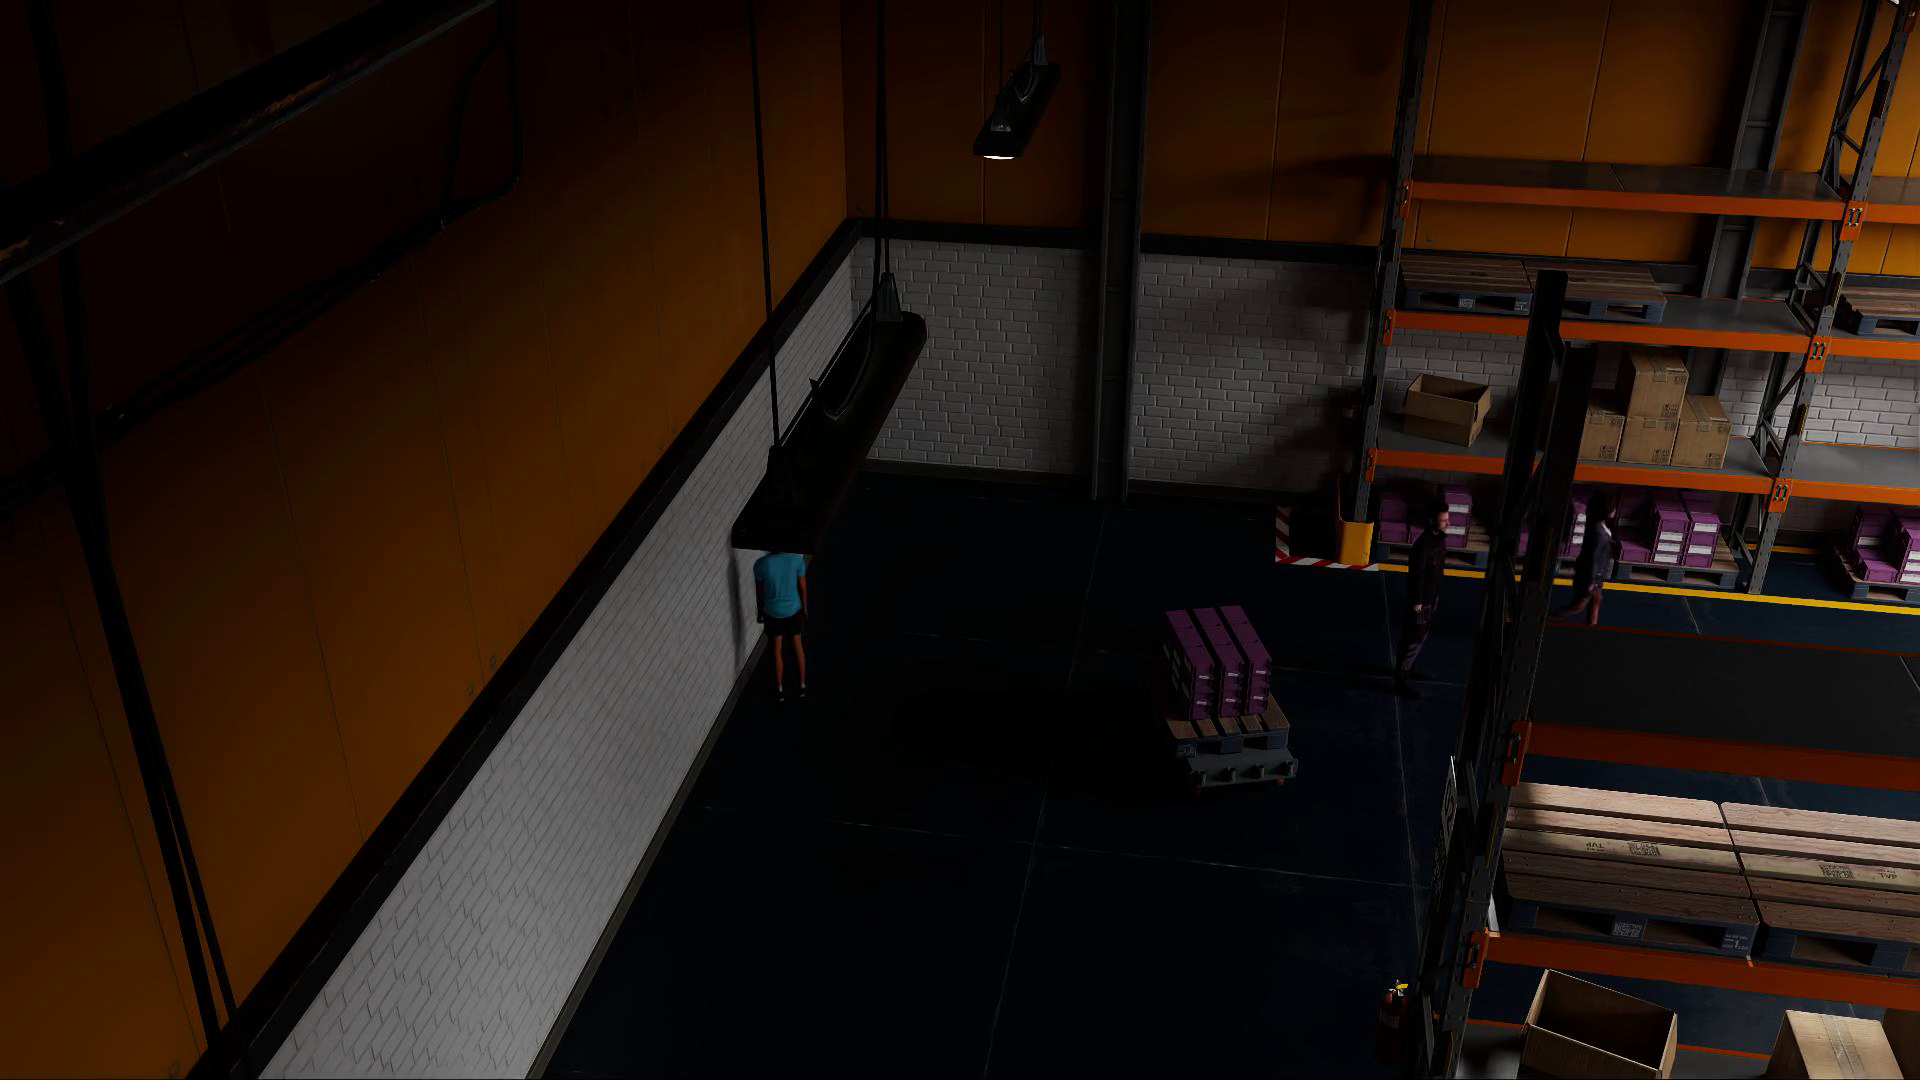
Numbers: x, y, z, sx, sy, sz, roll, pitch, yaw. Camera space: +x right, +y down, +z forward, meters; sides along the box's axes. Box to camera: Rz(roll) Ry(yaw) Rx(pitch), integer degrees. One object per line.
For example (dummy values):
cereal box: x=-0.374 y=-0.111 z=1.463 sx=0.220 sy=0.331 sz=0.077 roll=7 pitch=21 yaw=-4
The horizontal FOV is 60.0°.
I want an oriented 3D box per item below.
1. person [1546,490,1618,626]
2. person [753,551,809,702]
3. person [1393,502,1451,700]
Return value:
person: x=5.841 y=0.311 z=15.681 sx=1.017 sy=1.680 sz=0.686 roll=8 pitch=30 yaw=14
person: x=-1.594 y=0.644 z=14.973 sx=0.592 sy=1.774 sz=0.745 roll=-7 pitch=29 yaw=-13
person: x=4.206 y=0.507 z=15.081 sx=0.711 sy=1.911 sz=0.762 roll=15 pitch=32 yaw=26
